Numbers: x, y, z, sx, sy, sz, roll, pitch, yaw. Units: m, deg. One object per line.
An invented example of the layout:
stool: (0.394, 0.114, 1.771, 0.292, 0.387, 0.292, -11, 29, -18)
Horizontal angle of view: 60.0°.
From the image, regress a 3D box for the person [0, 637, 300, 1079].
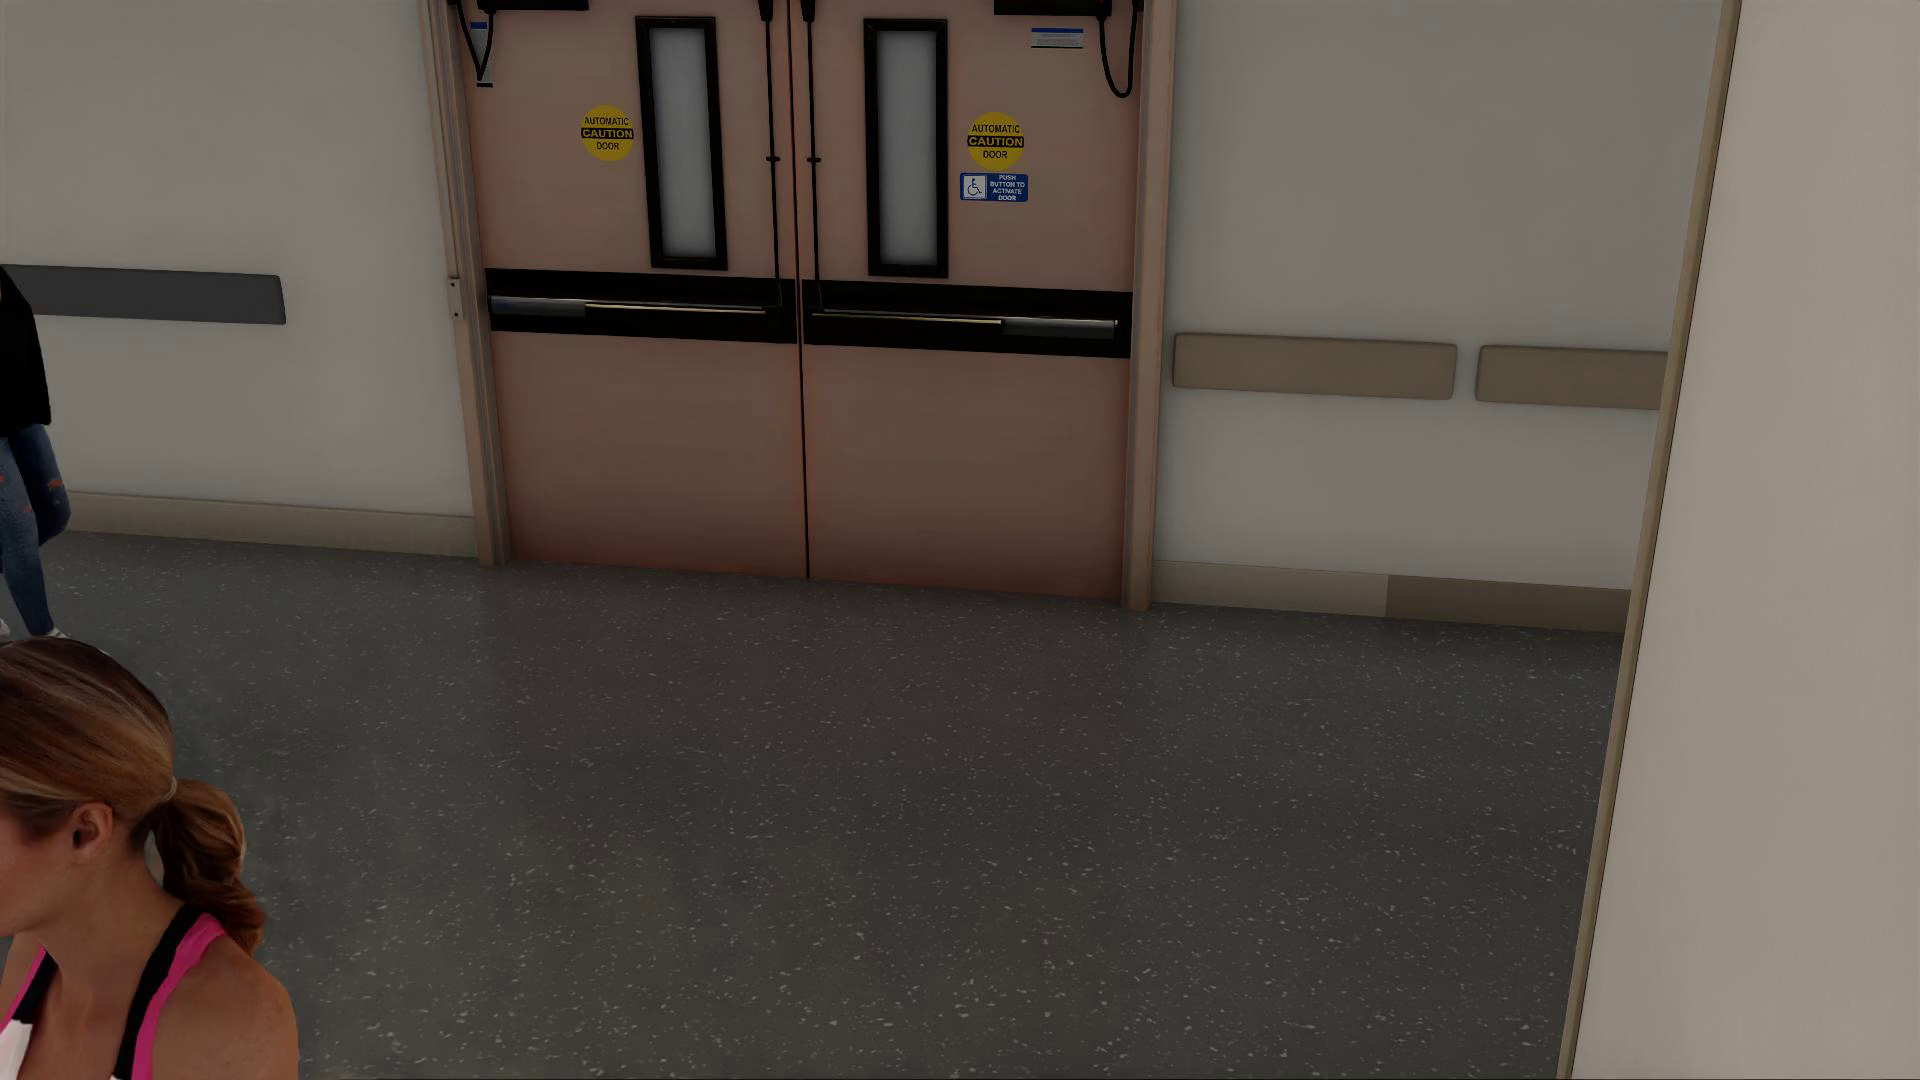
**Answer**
person: (-0.656, 0.890, 1.750, 0.944, 1.759, 0.880, 12, 24, 30)

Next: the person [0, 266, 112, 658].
person: (-3.087, -0.350, 5.198, 0.827, 1.635, 0.646, 0, 21, 0)
